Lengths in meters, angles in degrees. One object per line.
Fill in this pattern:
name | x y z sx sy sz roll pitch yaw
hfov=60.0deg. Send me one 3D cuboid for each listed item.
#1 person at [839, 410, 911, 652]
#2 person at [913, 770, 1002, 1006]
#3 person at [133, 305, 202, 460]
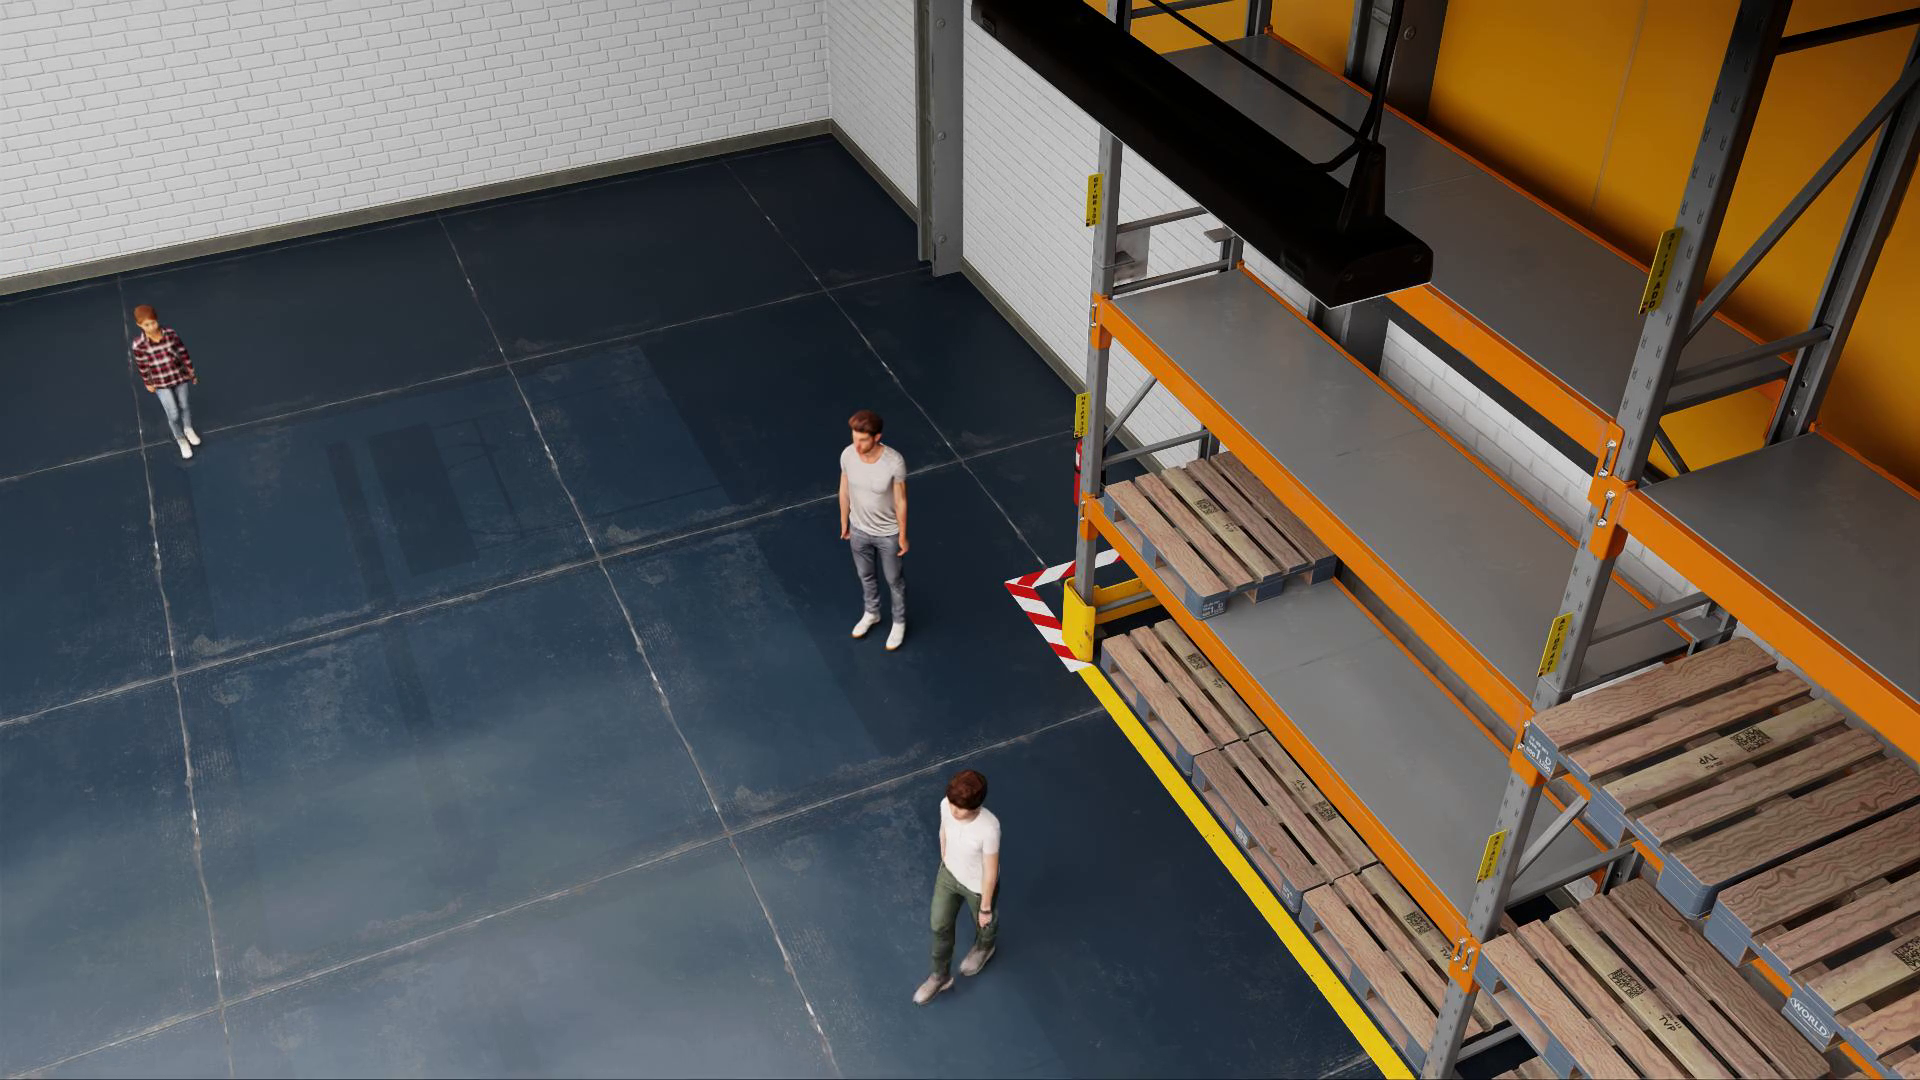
person | -0.560 -0.101 11.278 0.744 1.887 0.810 14 41 17
person | 0.103 1.802 9.096 0.912 1.639 0.899 25 45 27
person | -6.345 -1.330 13.293 0.623 1.294 0.699 -30 48 -32
